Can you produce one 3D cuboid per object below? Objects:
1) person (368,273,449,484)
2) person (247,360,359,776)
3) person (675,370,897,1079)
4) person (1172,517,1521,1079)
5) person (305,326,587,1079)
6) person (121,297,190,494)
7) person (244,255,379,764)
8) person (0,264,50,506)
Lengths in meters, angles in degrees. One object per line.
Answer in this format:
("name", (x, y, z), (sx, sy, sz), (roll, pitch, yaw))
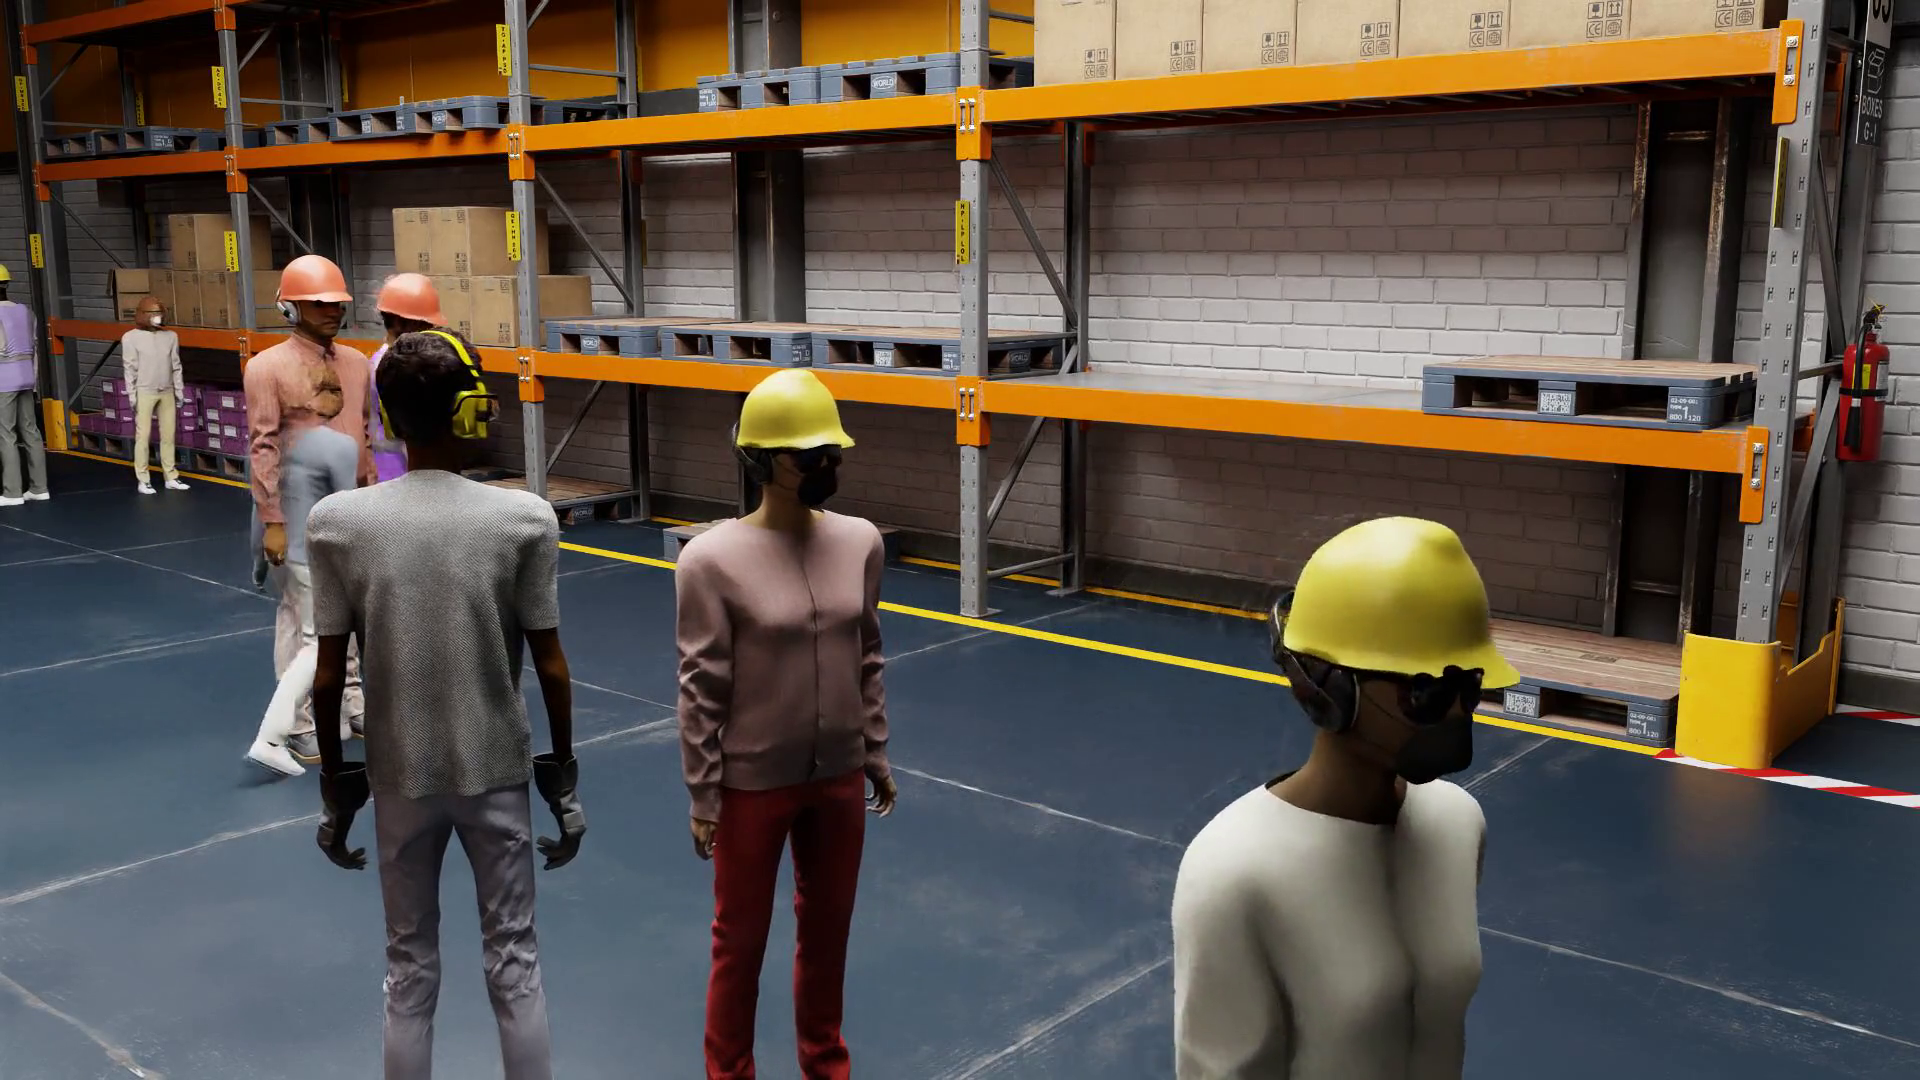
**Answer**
("person", (-2.386, -0.208, 7.316), (0.413, 1.912, 0.554), (-2, 10, -14))
("person", (-2.576, 0.084, 6.540), (0.511, 1.598, 0.772), (4, 11, 24))
("person", (-0.360, 0.515, 3.629), (0.533, 1.768, 0.313), (-8, 13, -38))
("person", (0.398, 0.813, 2.024), (0.525, 1.734, 0.807), (-7, 12, -34))
("person", (-1.044, 0.504, 3.410), (0.538, 1.866, 0.312), (-1, 10, -8))
("person", (-6.669, -1.196, 13.775), (0.284, 1.626, 0.504), (6, 12, 31))
("person", (-2.530, -0.126, 6.627), (0.391, 1.992, 0.623), (4, 11, 24))
("person", (-7.515, -1.225, 13.112), (0.397, 1.918, 0.588), (2, 10, 12))
